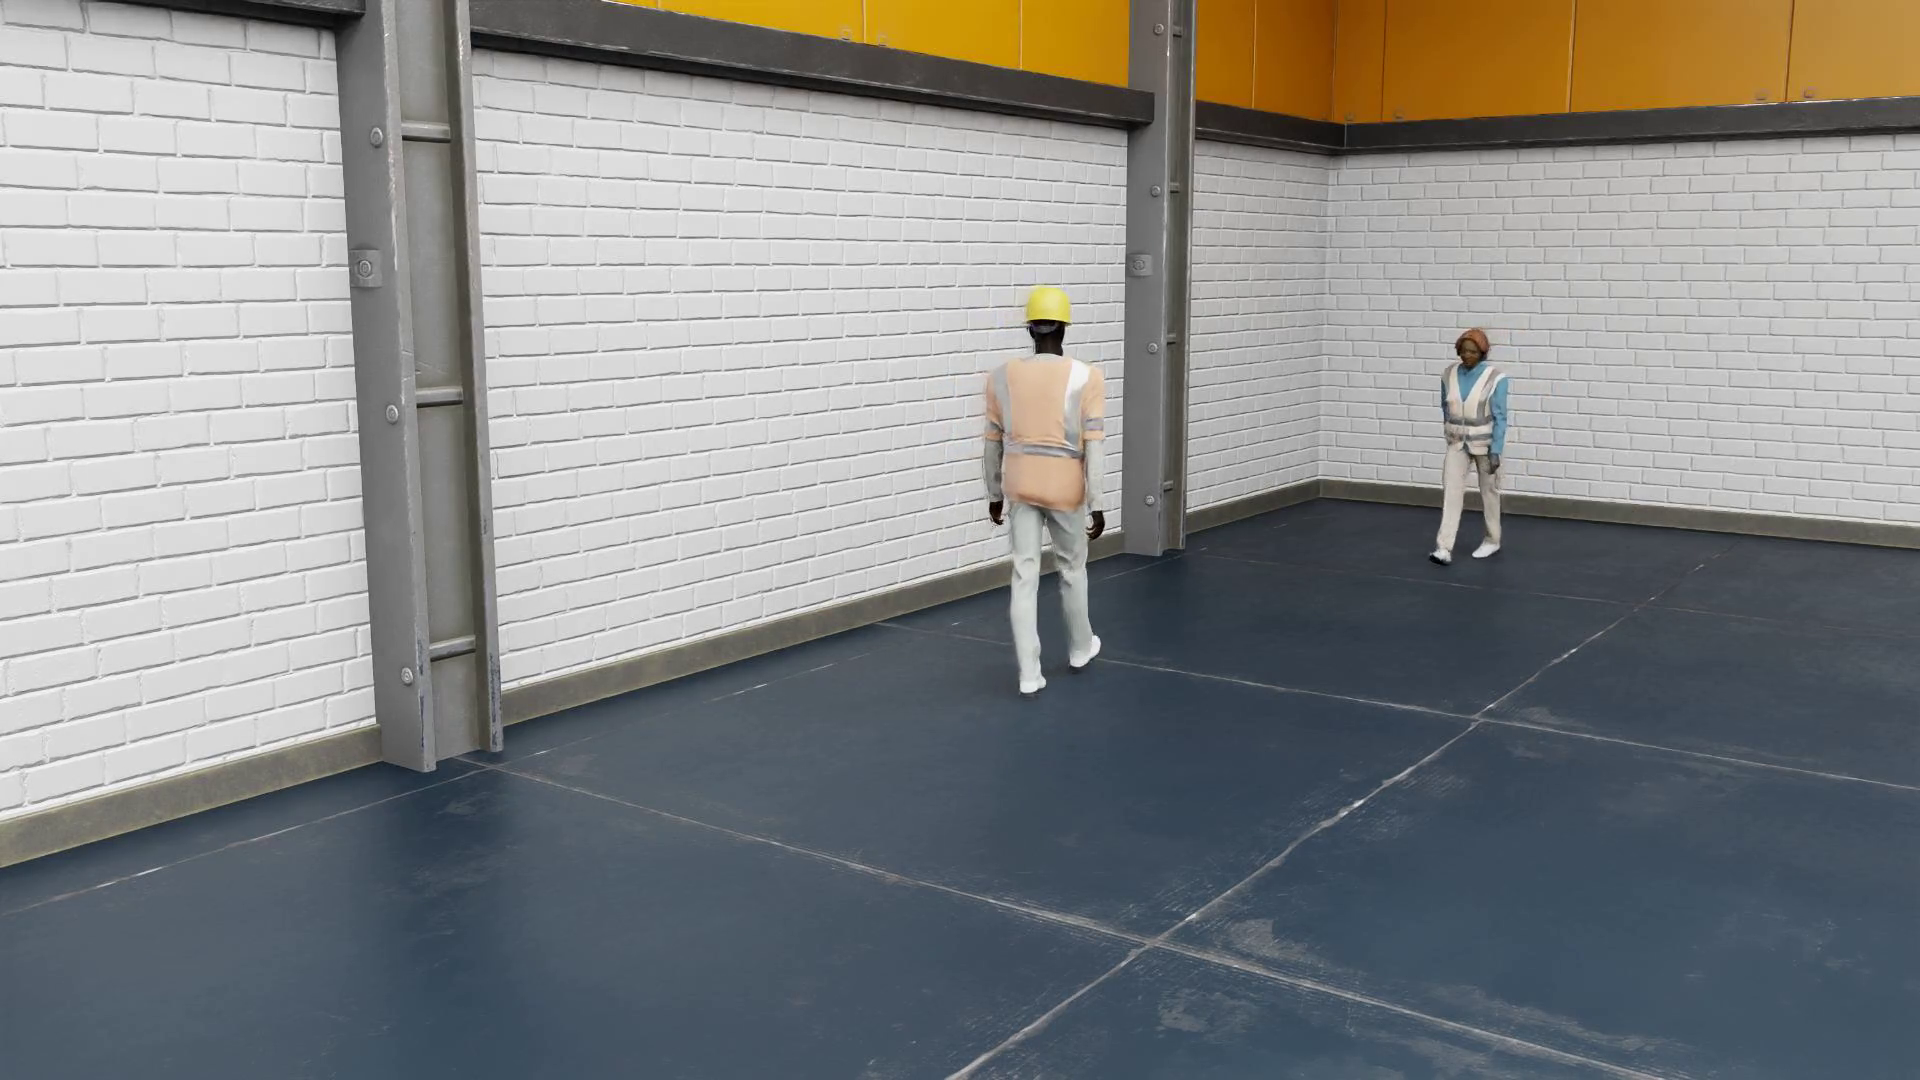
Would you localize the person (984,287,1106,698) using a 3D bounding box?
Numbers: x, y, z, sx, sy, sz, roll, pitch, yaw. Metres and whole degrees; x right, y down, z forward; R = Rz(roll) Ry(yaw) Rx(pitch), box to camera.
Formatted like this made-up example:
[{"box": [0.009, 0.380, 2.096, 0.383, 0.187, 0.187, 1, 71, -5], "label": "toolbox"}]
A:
[{"box": [0.428, -0.246, 7.939, 0.620, 1.884, 0.914, 3, 10, 17], "label": "person"}]

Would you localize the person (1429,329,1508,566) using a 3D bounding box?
[{"box": [3.413, -0.611, 11.060, 0.521, 1.566, 0.924, 9, 13, 43], "label": "person"}]
